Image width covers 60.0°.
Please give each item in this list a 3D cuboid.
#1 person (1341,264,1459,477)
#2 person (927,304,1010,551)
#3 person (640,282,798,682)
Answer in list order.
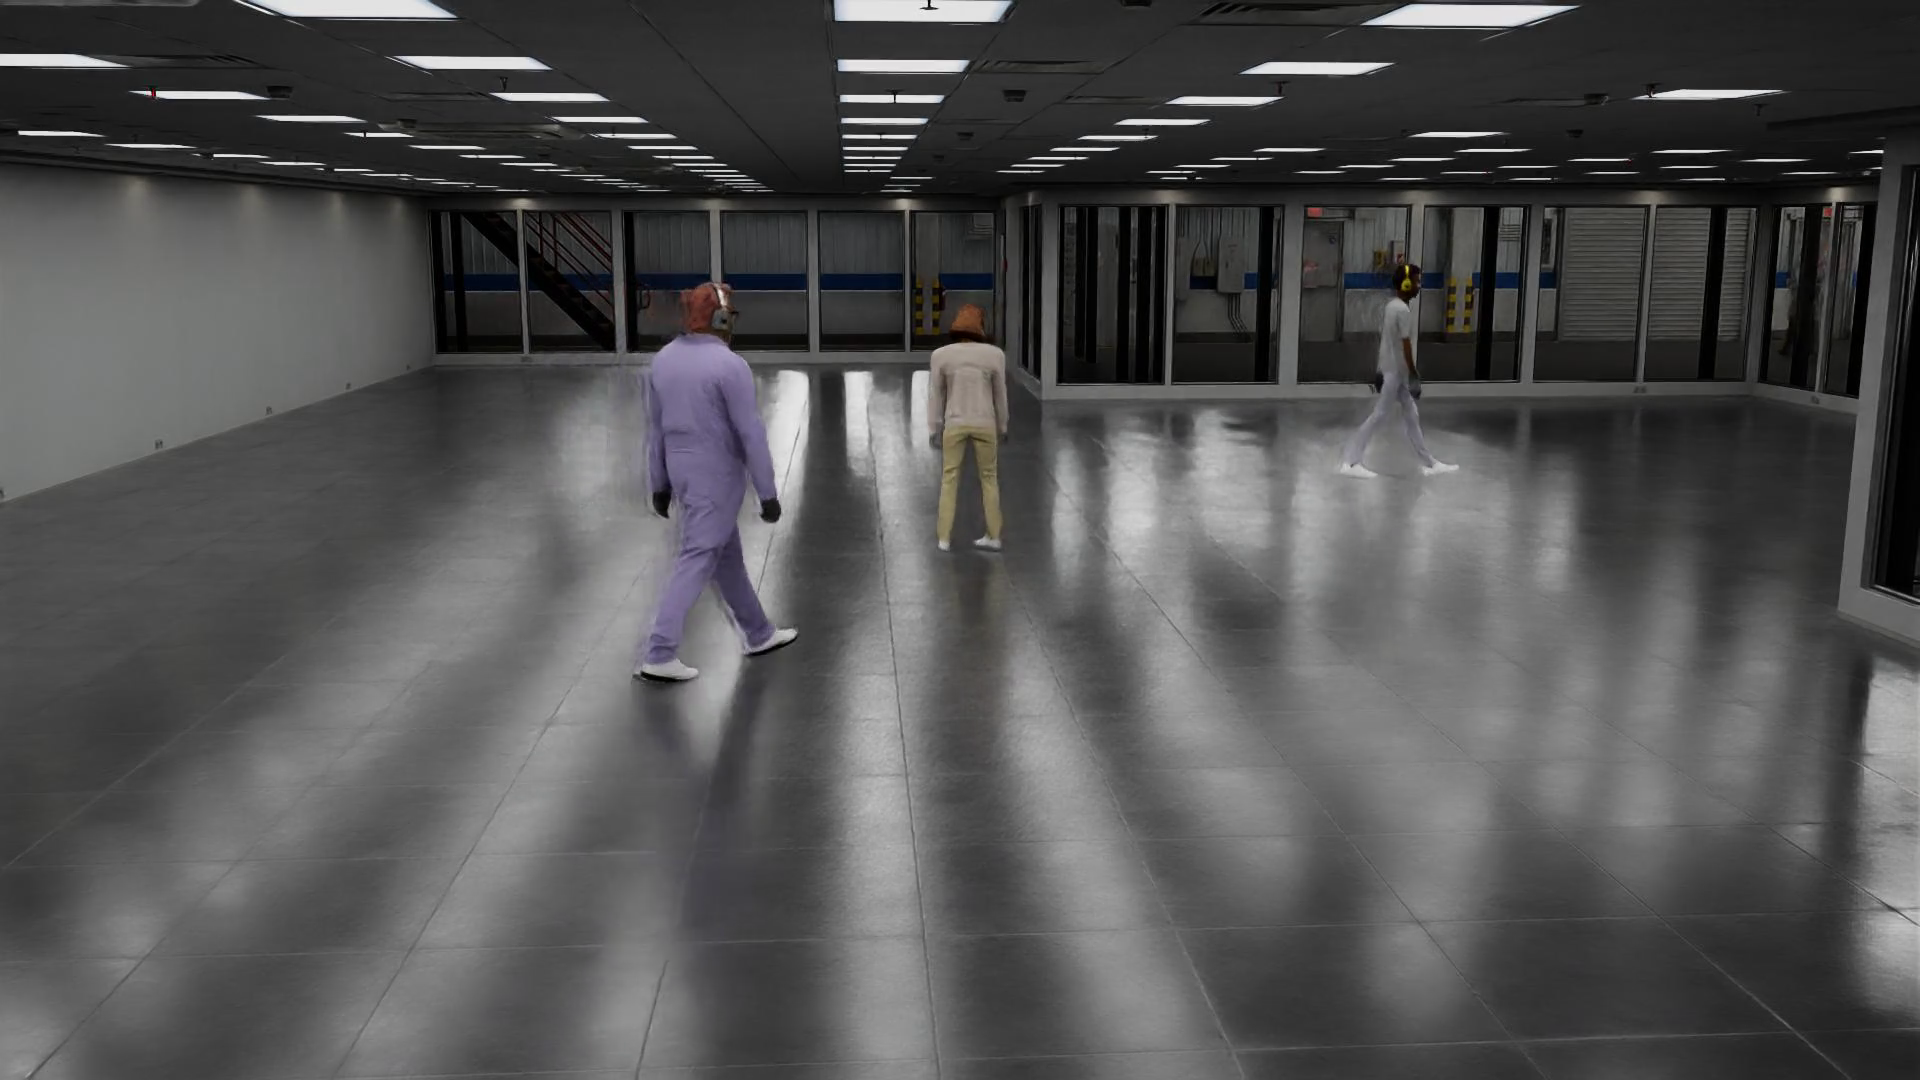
[{"bbox_3d":[3.733,-1.412,14.059,1.008,1.811,0.534,1,11,5],"label":"person"},{"bbox_3d":[0.057,-0.726,10.866,0.540,1.622,0.335,1,11,5],"label":"person"},{"bbox_3d":[-1.153,-0.280,7.851,1.014,1.853,0.667,-10,15,-44],"label":"person"}]
